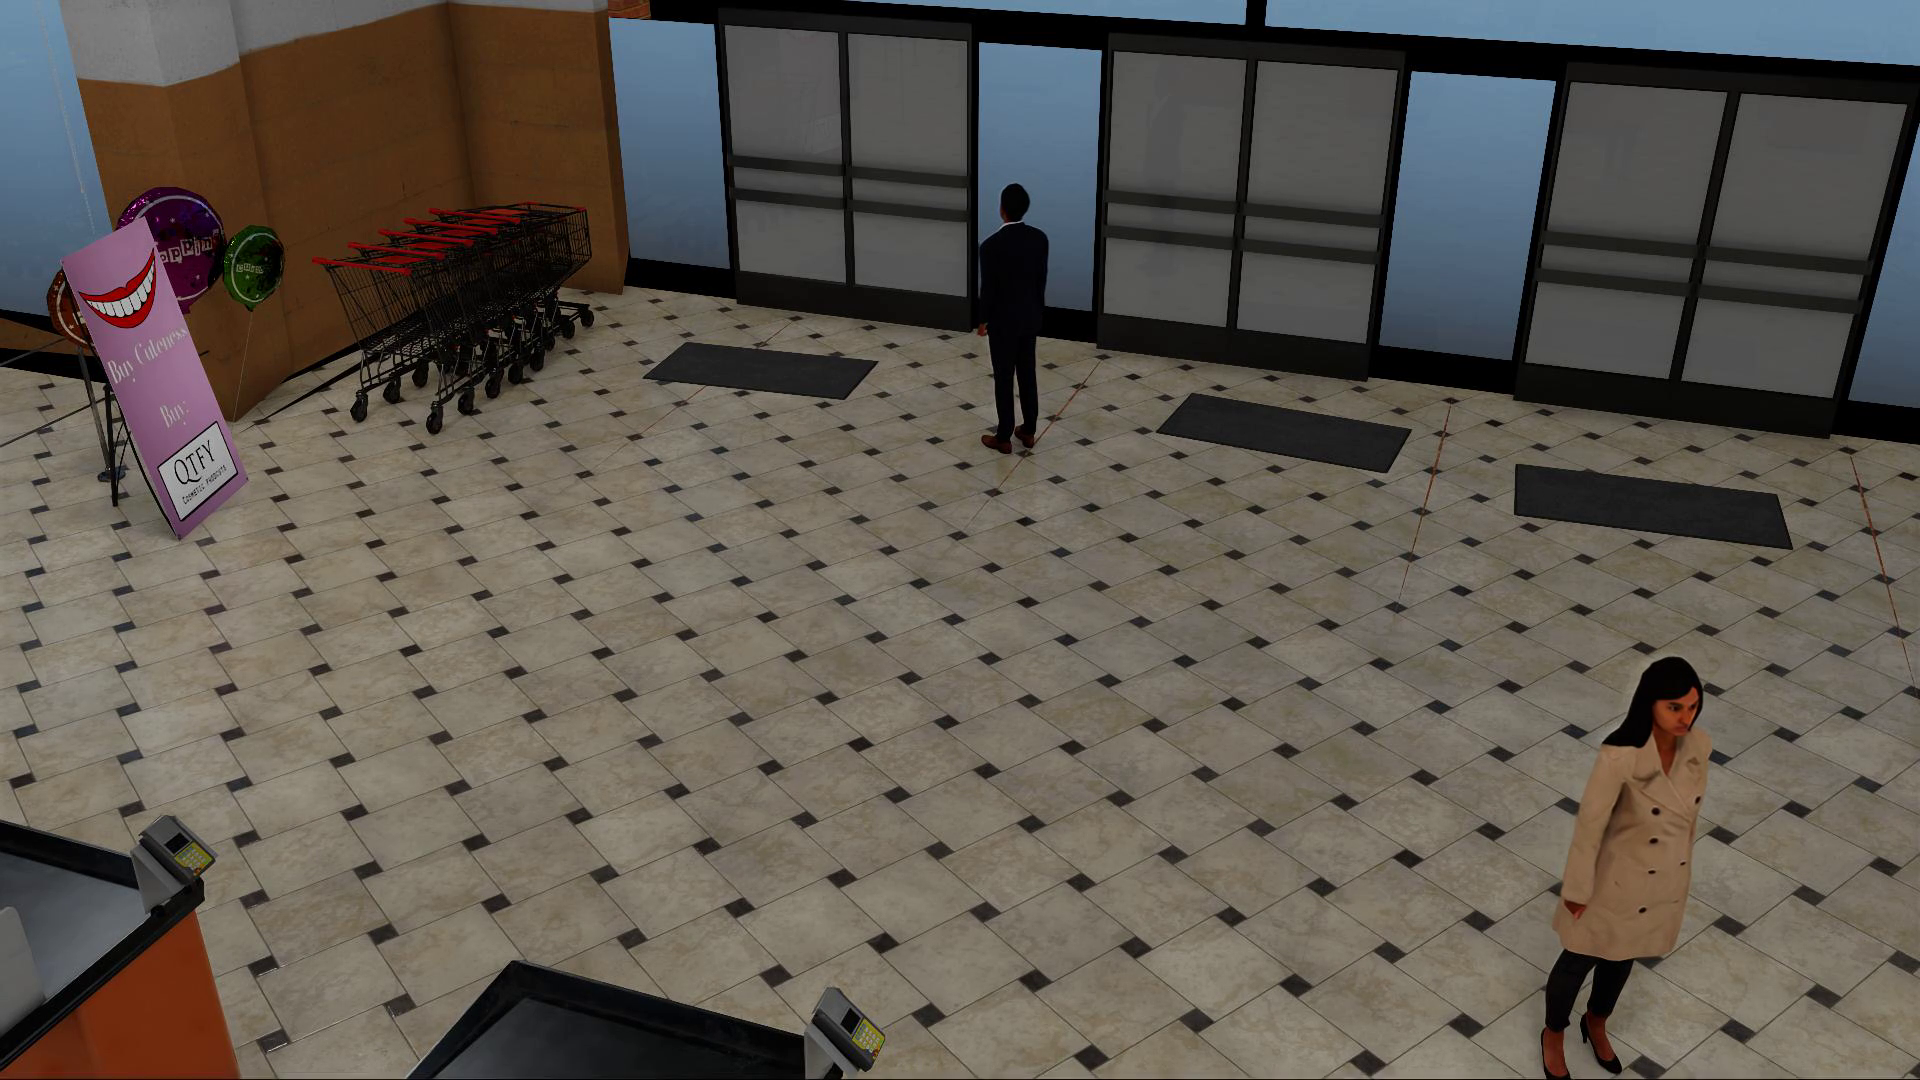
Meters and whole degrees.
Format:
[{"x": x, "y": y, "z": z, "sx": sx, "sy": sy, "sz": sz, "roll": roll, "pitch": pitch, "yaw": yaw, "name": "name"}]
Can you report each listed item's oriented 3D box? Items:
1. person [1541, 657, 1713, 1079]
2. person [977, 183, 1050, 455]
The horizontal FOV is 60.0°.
[{"x": 2.226, "y": 1.124, "z": 5.563, "sx": 0.725, "sy": 1.680, "sz": 0.748, "roll": -8, "pitch": 28, "yaw": -15, "name": "person"}, {"x": 0.337, "y": -1.381, "z": 10.449, "sx": 0.684, "sy": 1.727, "sz": 0.766, "roll": -15, "pitch": 30, "yaw": -27, "name": "person"}]
